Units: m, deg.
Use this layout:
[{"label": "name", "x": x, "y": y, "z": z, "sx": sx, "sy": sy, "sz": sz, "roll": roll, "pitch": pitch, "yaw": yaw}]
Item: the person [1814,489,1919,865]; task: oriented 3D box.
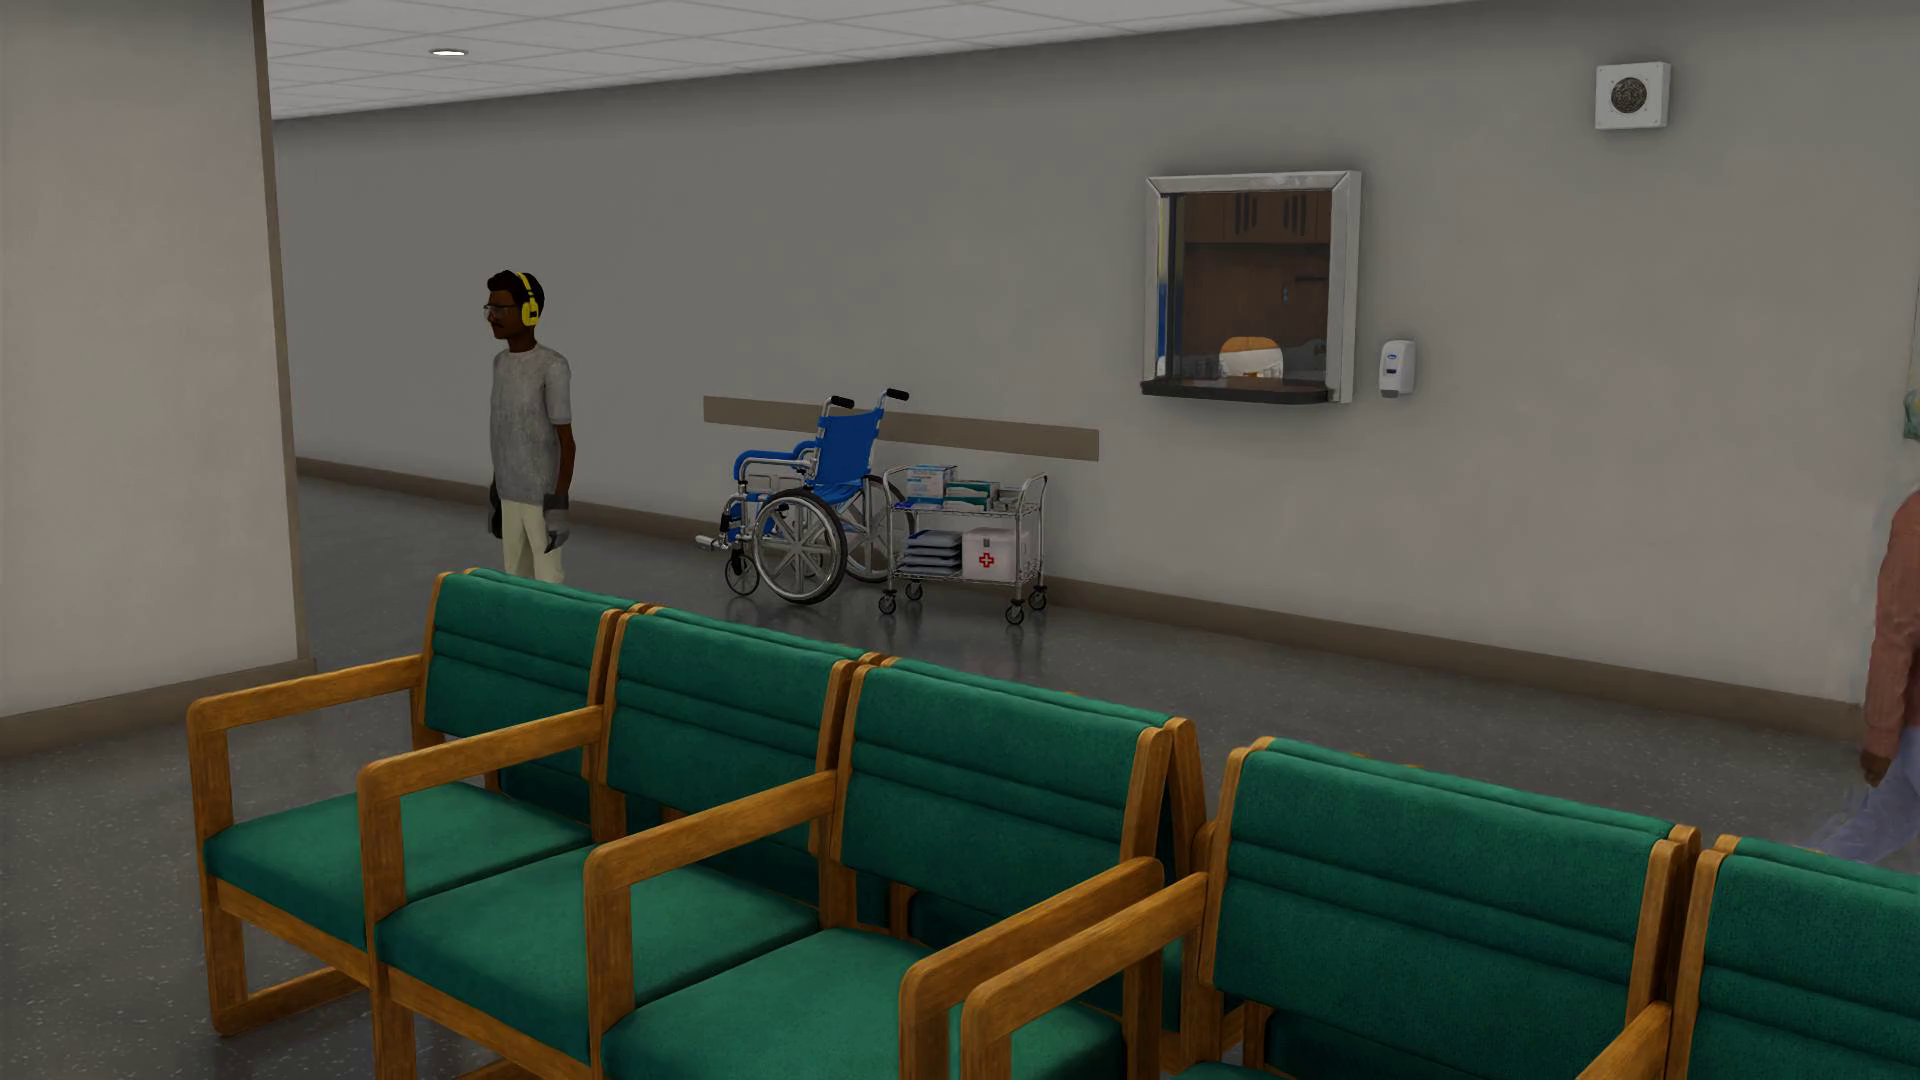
[{"label": "person", "x": 2.369, "y": 0.401, "z": 4.030, "sx": 0.523, "sy": 1.726, "sz": 0.898, "roll": -9, "pitch": 13, "yaw": -40}]

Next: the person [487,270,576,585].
[{"label": "person", "x": -1.773, "y": -0.156, "z": 6.795, "sx": 0.520, "sy": 1.871, "sz": 0.326, "roll": 8, "pitch": 13, "yaw": 40}]
